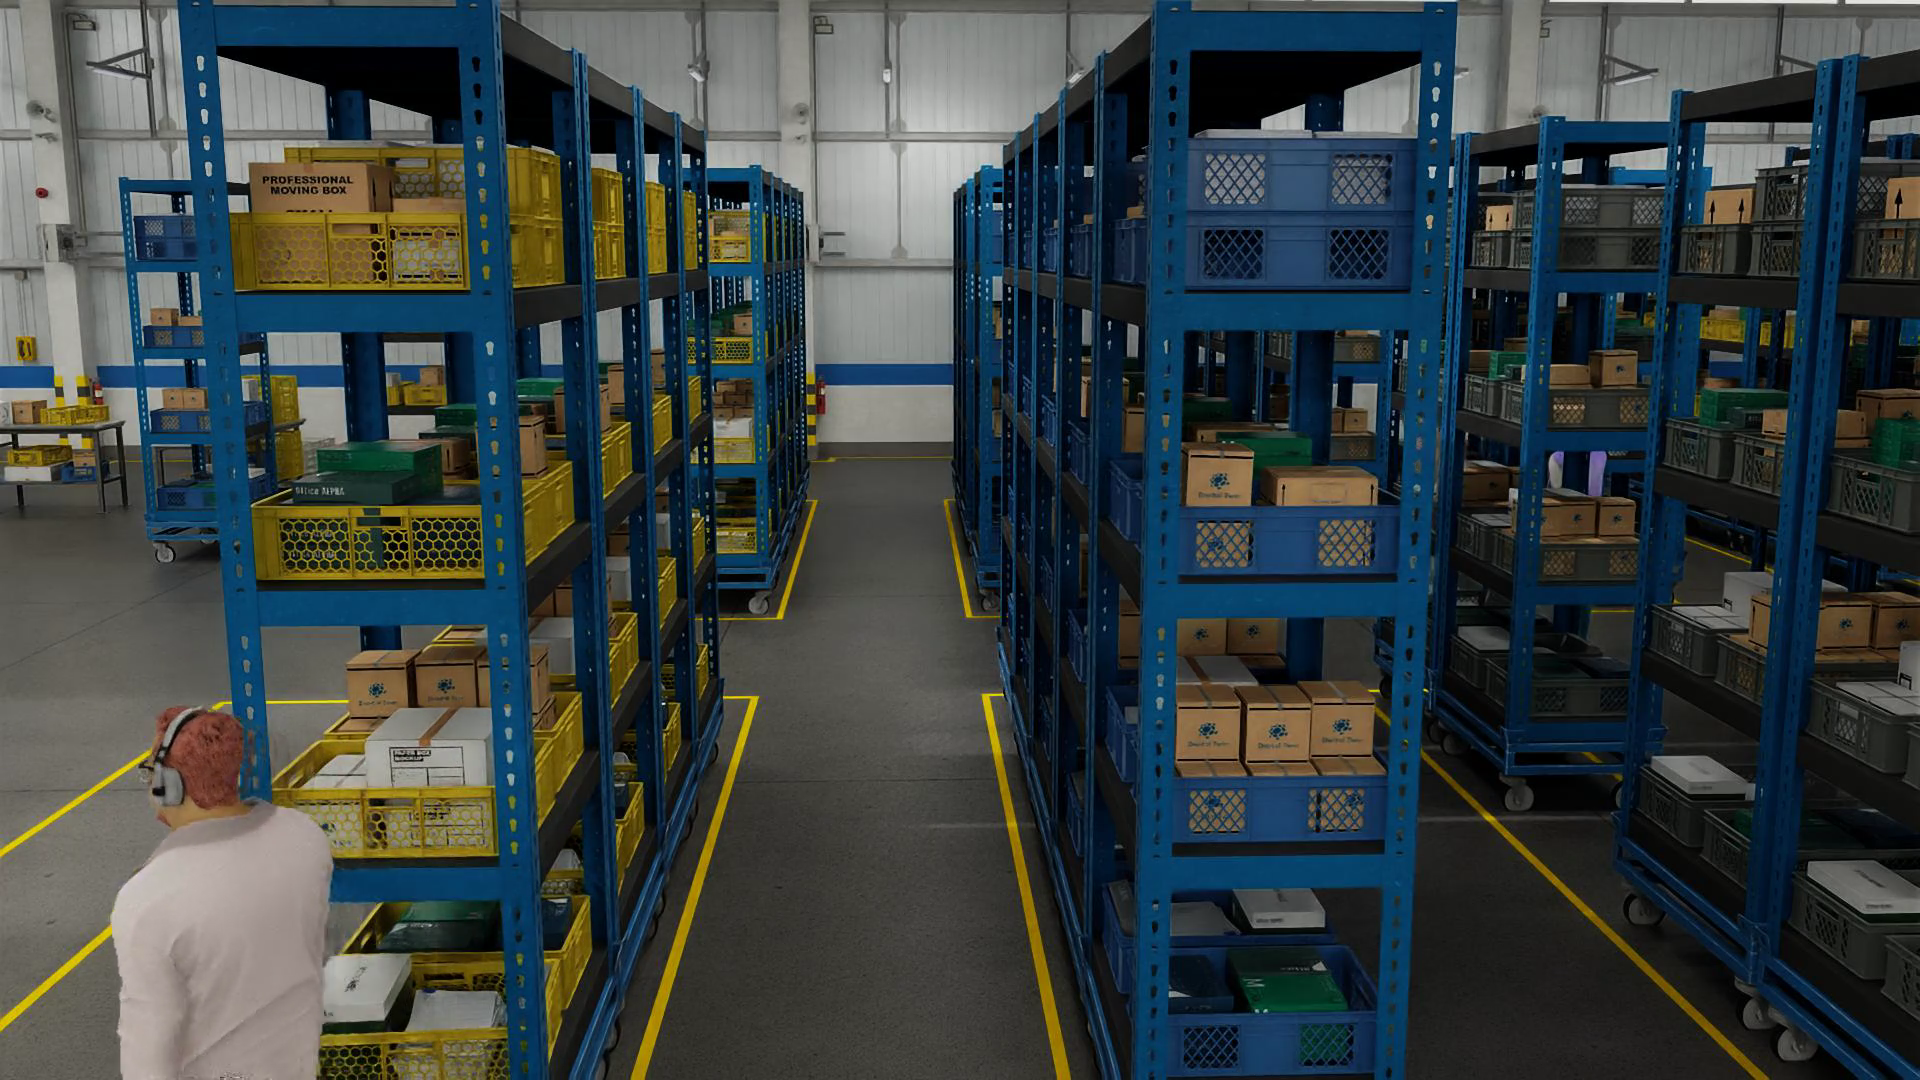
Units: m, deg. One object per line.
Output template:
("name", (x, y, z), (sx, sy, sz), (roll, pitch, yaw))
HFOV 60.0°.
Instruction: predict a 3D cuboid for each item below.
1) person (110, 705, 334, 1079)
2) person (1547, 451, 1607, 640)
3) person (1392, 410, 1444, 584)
("person", (-1.768, 1.326, 4.056), (0.469, 1.889, 0.657), (4, 11, 21))
("person", (4.435, -0.058, 12.054), (0.565, 1.849, 0.389), (-7, 12, -36))
("person", (3.379, -0.148, 12.204), (0.446, 1.971, 0.651), (9, 14, 42))
